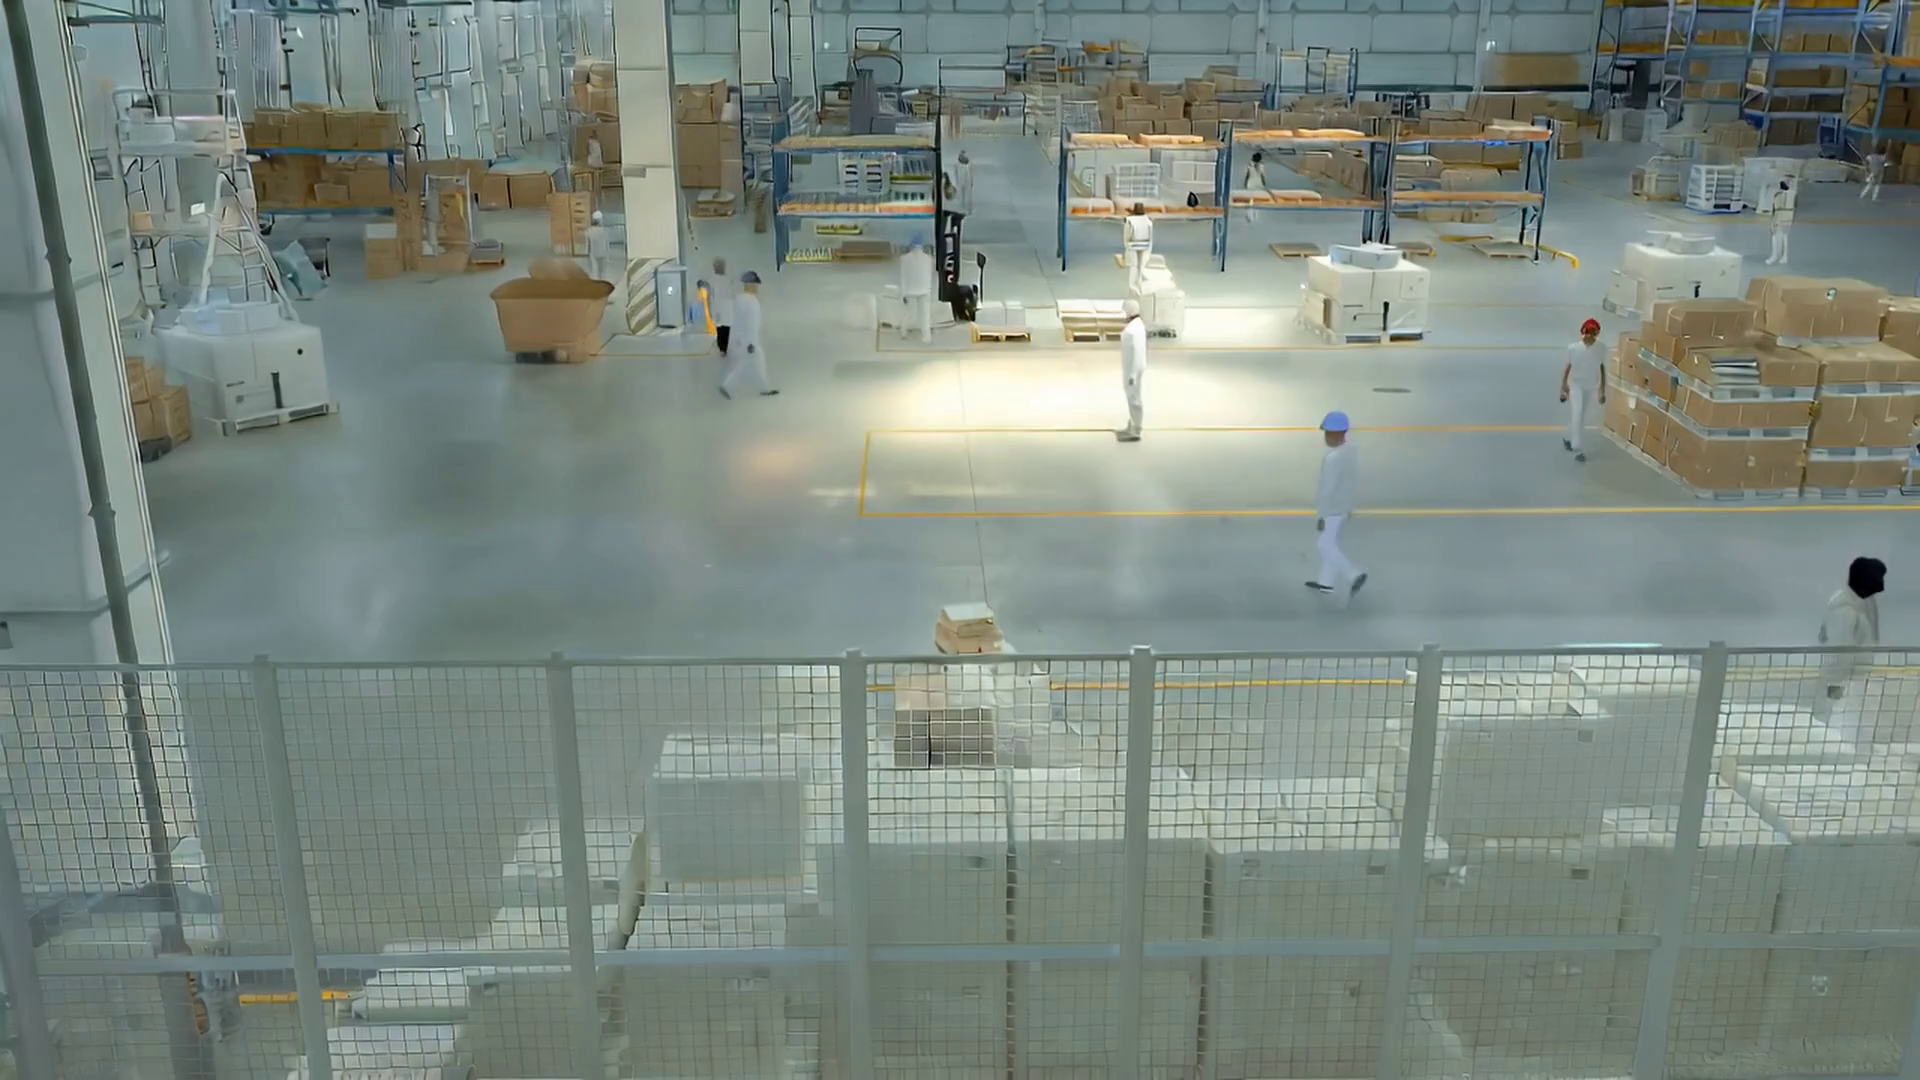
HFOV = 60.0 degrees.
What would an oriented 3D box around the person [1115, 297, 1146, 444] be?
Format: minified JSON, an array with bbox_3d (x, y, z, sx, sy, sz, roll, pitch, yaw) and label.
[{"bbox_3d":[2.274,-2.239,21.966,0.371,1.939,0.629,0,19,1],"label":"person"}]

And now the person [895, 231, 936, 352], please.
[{"bbox_3d":[-0.749,-4.145,27.573,0.623,1.966,0.918,-12,22,-32],"label":"person"}]

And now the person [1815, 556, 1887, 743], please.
[{"bbox_3d":[6.652,0.980,12.592,0.535,1.822,0.642,14,23,37],"label":"person"}]

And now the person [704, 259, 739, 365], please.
[{"bbox_3d":[-3.797,-3.679,26.665,0.538,1.645,0.884,1,19,4],"label":"person"}]

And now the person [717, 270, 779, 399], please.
[{"bbox_3d":[-3.129,-2.984,24.247,0.886,1.900,0.594,-11,22,-31],"label":"person"}]

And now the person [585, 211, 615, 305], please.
[{"bbox_3d":[-6.807,-5.322,31.388,0.522,1.761,0.327,10,21,28],"label":"person"}]

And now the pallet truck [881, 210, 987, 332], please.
[{"bbox_3d":[-0.493,-4.759,29.349,1.885,1.965,0.823,-13,23,-34],"label":"pallet truck"}]

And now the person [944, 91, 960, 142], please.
[{"bbox_3d":[-0.315,-16.063,63.033,0.651,1.889,0.978,6,20,17],"label":"person"}]

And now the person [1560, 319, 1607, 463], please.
[{"bbox_3d":[7.974,-1.933,21.260,0.493,1.815,0.995,0,19,-1],"label":"person"}]

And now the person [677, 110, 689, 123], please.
[{"bbox_3d":[-8.822,-12.694,52.983,0.354,1.936,0.635,6,20,18],"label":"person"}]

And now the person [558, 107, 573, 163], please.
[{"bbox_3d":[-13.173,-13.487,55.467,0.558,1.875,0.973,-10,21,-28],"label":"person"}]

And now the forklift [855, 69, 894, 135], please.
[{"bbox_3d":[-3.395,-15.525,59.928,1.873,2.768,1.129,-10,21,-26],"label":"forklift"}]

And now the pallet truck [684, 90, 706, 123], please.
[{"bbox_3d":[-9.671,-15.907,62.421,0.823,1.965,1.885,5,19,15],"label":"pallet truck"}]

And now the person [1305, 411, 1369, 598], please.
[{"bbox_3d":[3.742,-0.335,16.377,0.661,1.908,0.587,14,23,35],"label":"person"}]

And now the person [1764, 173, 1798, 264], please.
[{"bbox_3d":[17.752,-6.941,35.939,0.540,1.929,0.391,-5,19,-14],"label":"person"}]

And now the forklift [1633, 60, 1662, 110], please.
[{"bbox_3d":[27.085,-17.638,66.194,1.873,2.768,1.129,-1,19,-2],"label":"forklift"}]

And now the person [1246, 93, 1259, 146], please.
[{"bbox_3d":[10.807,-15.464,61.249,0.394,1.911,0.584,-3,19,-9],"label":"person"}]

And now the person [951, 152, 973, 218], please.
[{"bbox_3d":[0.083,-9.107,42.701,0.505,1.687,0.889,10,21,27],"label":"person"}]

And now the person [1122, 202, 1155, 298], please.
[{"bbox_3d":[3.424,-5.594,32.071,0.635,1.840,0.429,-5,19,-14],"label":"person"}]

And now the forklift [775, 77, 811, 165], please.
[{"bbox_3d":[-5.920,-13.893,55.085,1.873,2.768,1.129,-1,19,-1],"label":"forklift"}]

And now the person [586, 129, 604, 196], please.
[{"bbox_3d":[-10.298,-10.765,47.413,0.599,1.831,0.976,3,19,9],"label":"person"}]

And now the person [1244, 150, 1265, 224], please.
[{"bbox_3d":[7.436,-8.921,41.998,0.537,1.797,0.932,5,19,15],"label":"person"}]

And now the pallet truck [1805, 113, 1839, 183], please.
[{"bbox_3d":[26.403,-11.957,50.702,0.823,1.965,1.885,6,19,16],"label":"pallet truck"}]

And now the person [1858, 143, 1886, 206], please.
[{"bbox_3d":[24.827,-9.940,45.192,0.545,1.685,0.545,-2,19,-5],"label":"person"}]
